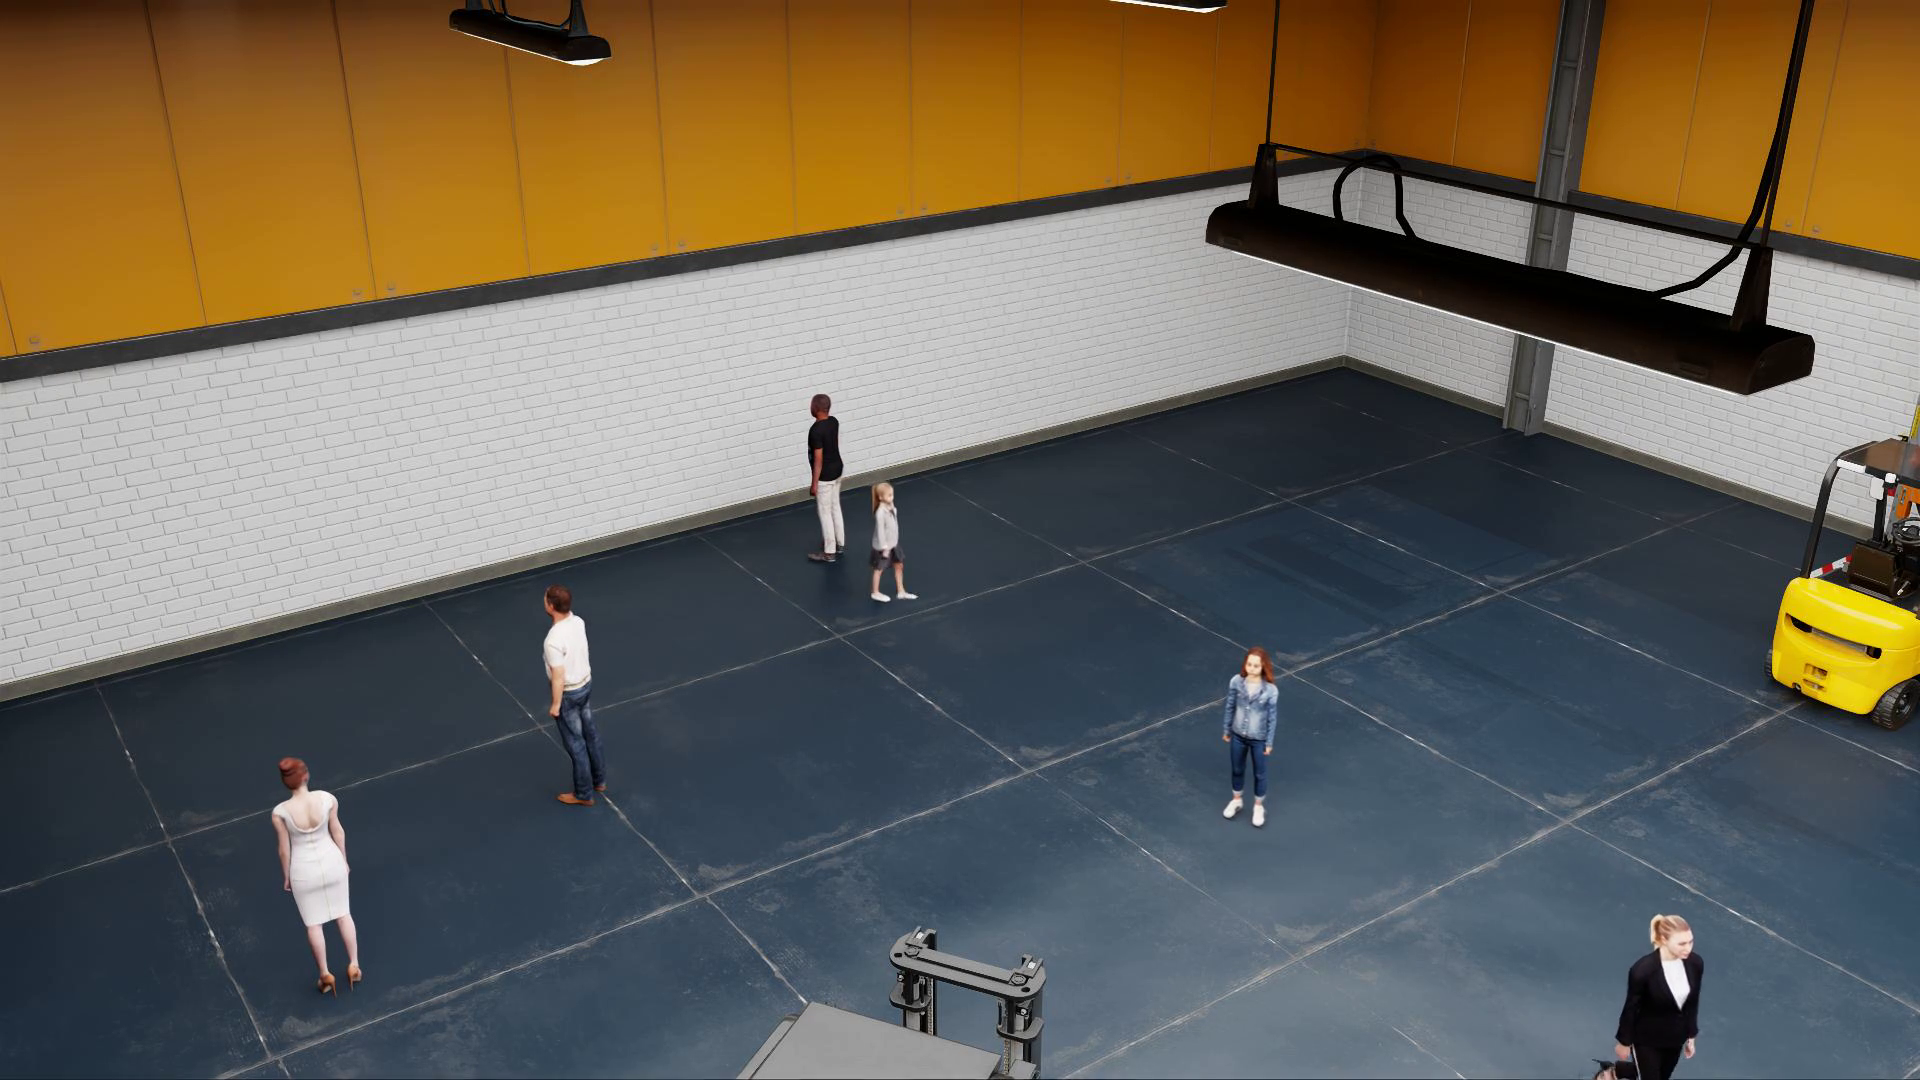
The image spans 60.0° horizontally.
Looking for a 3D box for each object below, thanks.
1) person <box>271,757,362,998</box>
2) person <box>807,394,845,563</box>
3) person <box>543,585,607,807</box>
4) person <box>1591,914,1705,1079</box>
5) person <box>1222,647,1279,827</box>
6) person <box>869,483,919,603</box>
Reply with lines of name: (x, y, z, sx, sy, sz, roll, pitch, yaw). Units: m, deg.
person: (-4.178, 2.176, 10.802, 0.585, 1.792, 0.516, -13, 27, -28)
person: (-1.389, -0.658, 17.270, 0.776, 1.804, 0.752, 9, 25, 20)
person: (-3.013, 1.199, 12.960, 0.778, 1.853, 0.747, 7, 25, 15)
person: (3.927, 2.806, 9.495, 0.815, 1.683, 1.047, -6, 24, -14)
person: (2.239, 1.489, 12.771, 0.563, 1.473, 0.690, 13, 27, 27)
person: (-0.788, 0.020, 16.396, 0.797, 1.261, 0.699, 11, 26, 24)
